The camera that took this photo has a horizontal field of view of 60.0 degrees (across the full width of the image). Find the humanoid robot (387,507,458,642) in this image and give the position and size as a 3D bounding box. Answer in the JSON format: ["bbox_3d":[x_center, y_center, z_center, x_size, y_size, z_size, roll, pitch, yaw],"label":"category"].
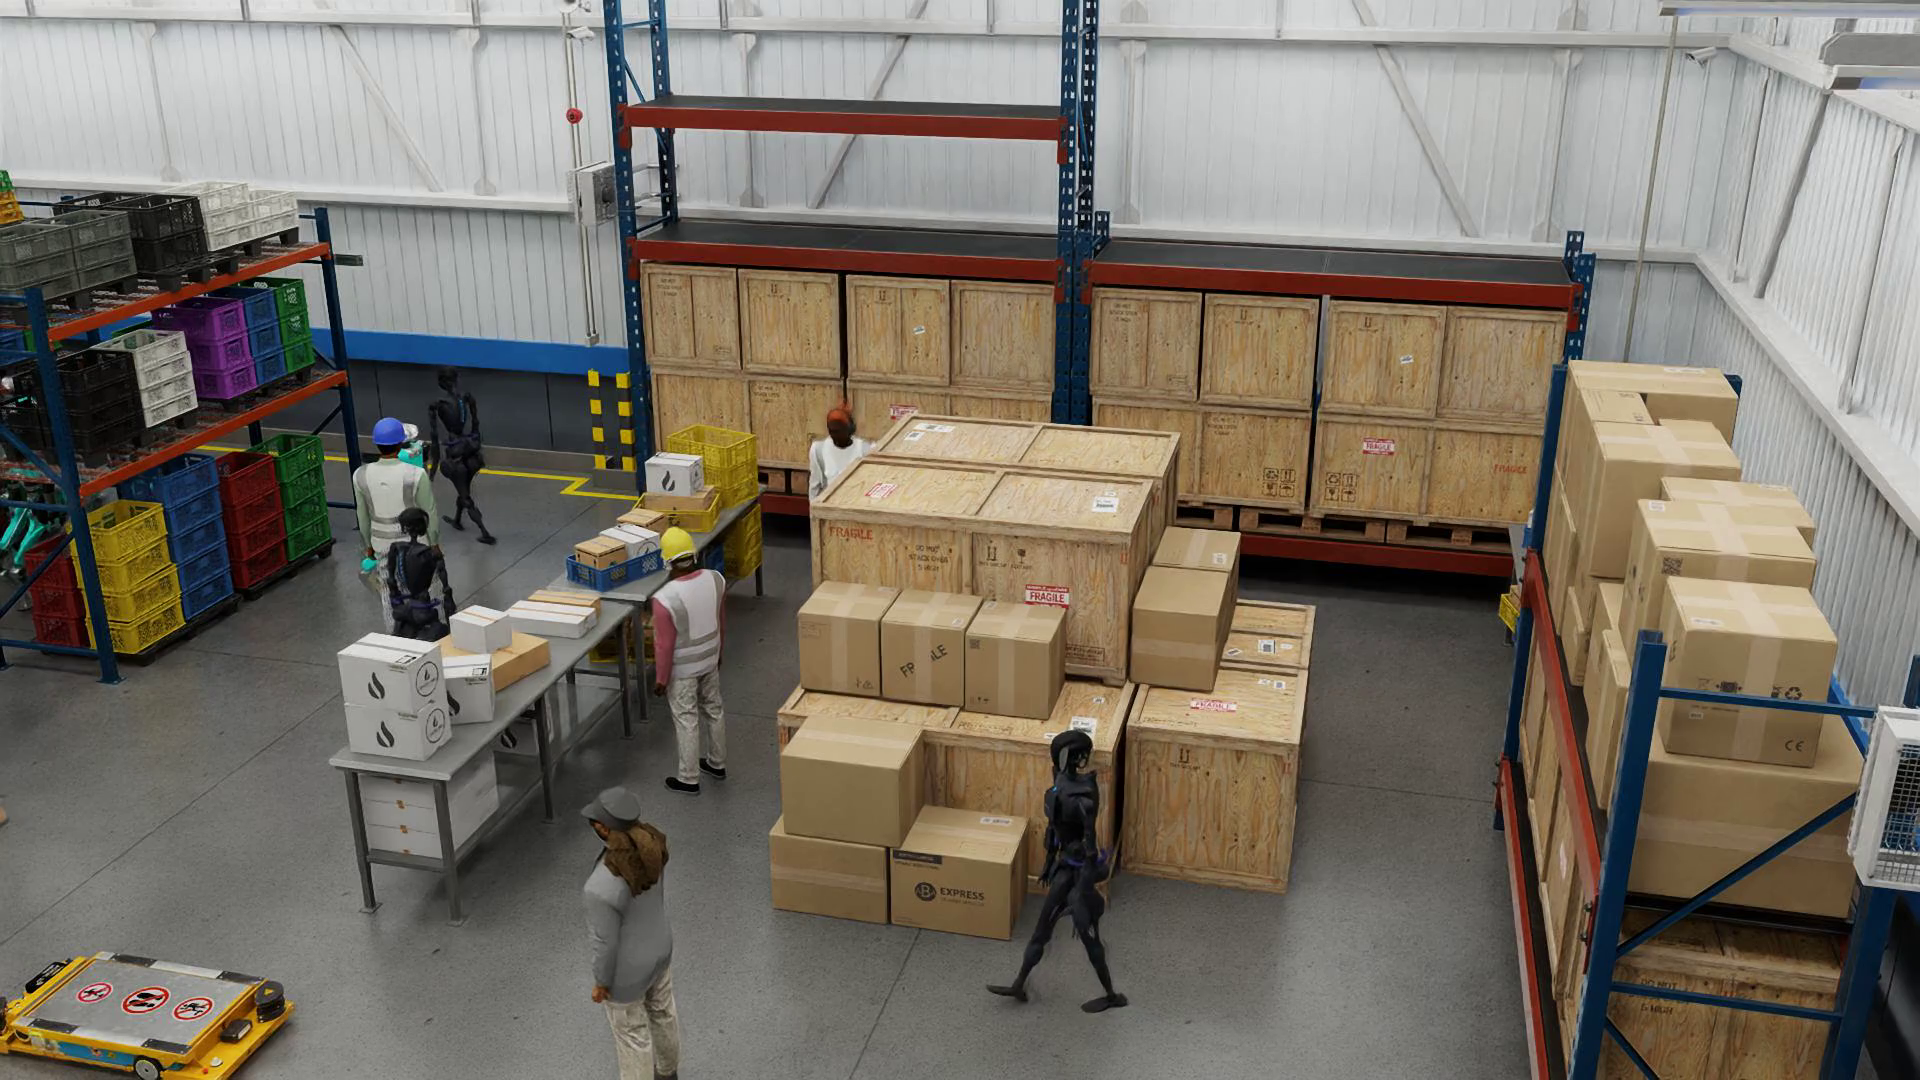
[{"bbox_3d":[-3.769,0.552,11.690,0.606,1.621,0.790,10,23,24],"label":"humanoid robot"}]

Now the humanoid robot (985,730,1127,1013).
[{"bbox_3d":[0.528,1.745,8.550,0.735,1.631,0.595,-7,22,-17],"label":"humanoid robot"}]

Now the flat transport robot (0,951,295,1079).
[{"bbox_3d":[-4.270,2.464,8.601,1.431,0.231,0.659,5,22,13],"label":"flat transport robot"}]

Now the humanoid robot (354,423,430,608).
[{"bbox_3d":[-4.537,-0.120,13.166,0.728,1.692,0.531,7,22,17],"label":"humanoid robot"}]

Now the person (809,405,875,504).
[{"bbox_3d":[-0.901,-0.243,13.478,0.619,1.849,0.849,4,21,9],"label":"person"}]

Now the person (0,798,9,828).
[{"bbox_3d":[-6.265,0.912,10.191,0.607,2.034,0.400,7,22,17],"label":"person"}]

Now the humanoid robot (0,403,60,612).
[{"bbox_3d":[-7.653,-0.205,13.439,0.530,1.735,0.691,6,22,16],"label":"humanoid robot"}]

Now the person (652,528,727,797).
[{"bbox_3d":[-1.766,0.789,10.804,0.404,1.824,0.586,16,26,35],"label":"person"}]

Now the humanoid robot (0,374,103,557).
[{"bbox_3d":[-7.907,-0.694,14.627,0.532,1.681,0.736,13,25,31],"label":"humanoid robot"}]

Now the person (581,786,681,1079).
[{"bbox_3d":[-1.537,1.955,7.826,0.393,1.769,0.562,8,22,20],"label":"person"}]

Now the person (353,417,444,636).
[{"bbox_3d":[-4.246,0.016,12.653,0.603,1.949,0.386,1,21,2],"label":"person"}]

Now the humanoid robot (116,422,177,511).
[{"bbox_3d":[-7.160,-0.531,14.541,0.534,1.867,0.836,0,21,0],"label":"humanoid robot"}]

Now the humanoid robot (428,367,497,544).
[{"bbox_3d":[-4.593,-0.777,15.172,0.783,1.629,0.588,12,24,29],"label":"humanoid robot"}]
